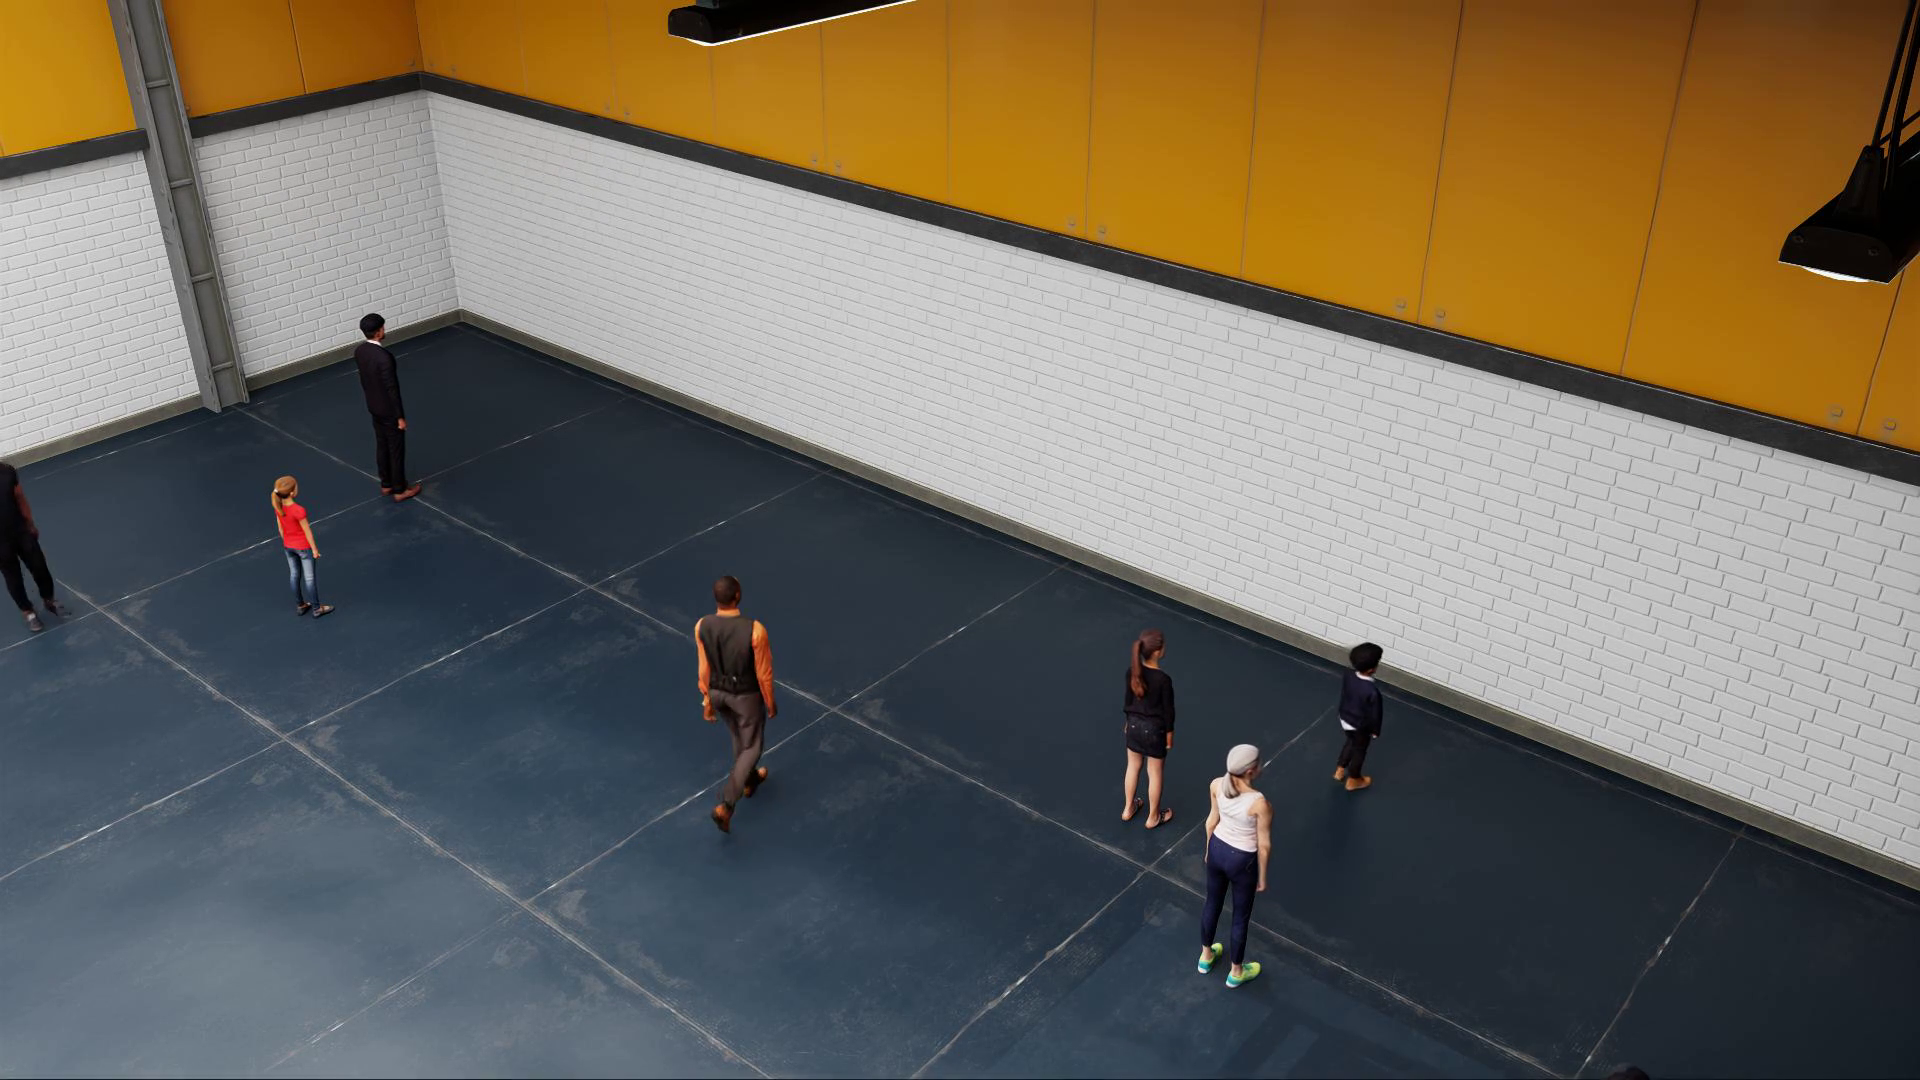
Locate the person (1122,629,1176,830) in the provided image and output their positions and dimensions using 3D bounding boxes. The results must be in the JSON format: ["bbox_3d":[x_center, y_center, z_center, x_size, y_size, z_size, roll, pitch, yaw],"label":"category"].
[{"bbox_3d":[1.305,1.306,11.585,0.550,1.555,0.559,19,34,30],"label":"person"}]

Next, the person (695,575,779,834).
[{"bbox_3d":[-1.576,1.158,11.516,0.951,1.880,1.264,10,30,18],"label":"person"}]

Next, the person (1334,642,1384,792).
[{"bbox_3d":[2.836,1.280,11.984,0.592,1.219,0.576,-13,31,-23],"label":"person"}]

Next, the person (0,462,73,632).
[{"bbox_3d":[-7.906,-0.029,13.798,0.834,1.779,0.573,11,31,20],"label":"person"}]

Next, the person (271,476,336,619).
[{"bbox_3d":[-5.630,0.054,14.136,0.550,1.310,0.567,11,30,19],"label":"person"}]

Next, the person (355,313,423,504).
[{"bbox_3d":[-5.534,-1.270,15.969,0.682,1.879,0.541,23,36,36],"label":"person"}]

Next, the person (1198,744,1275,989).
[{"bbox_3d":[1.674,1.981,10.194,0.602,1.702,0.539,24,36,36],"label":"person"}]
